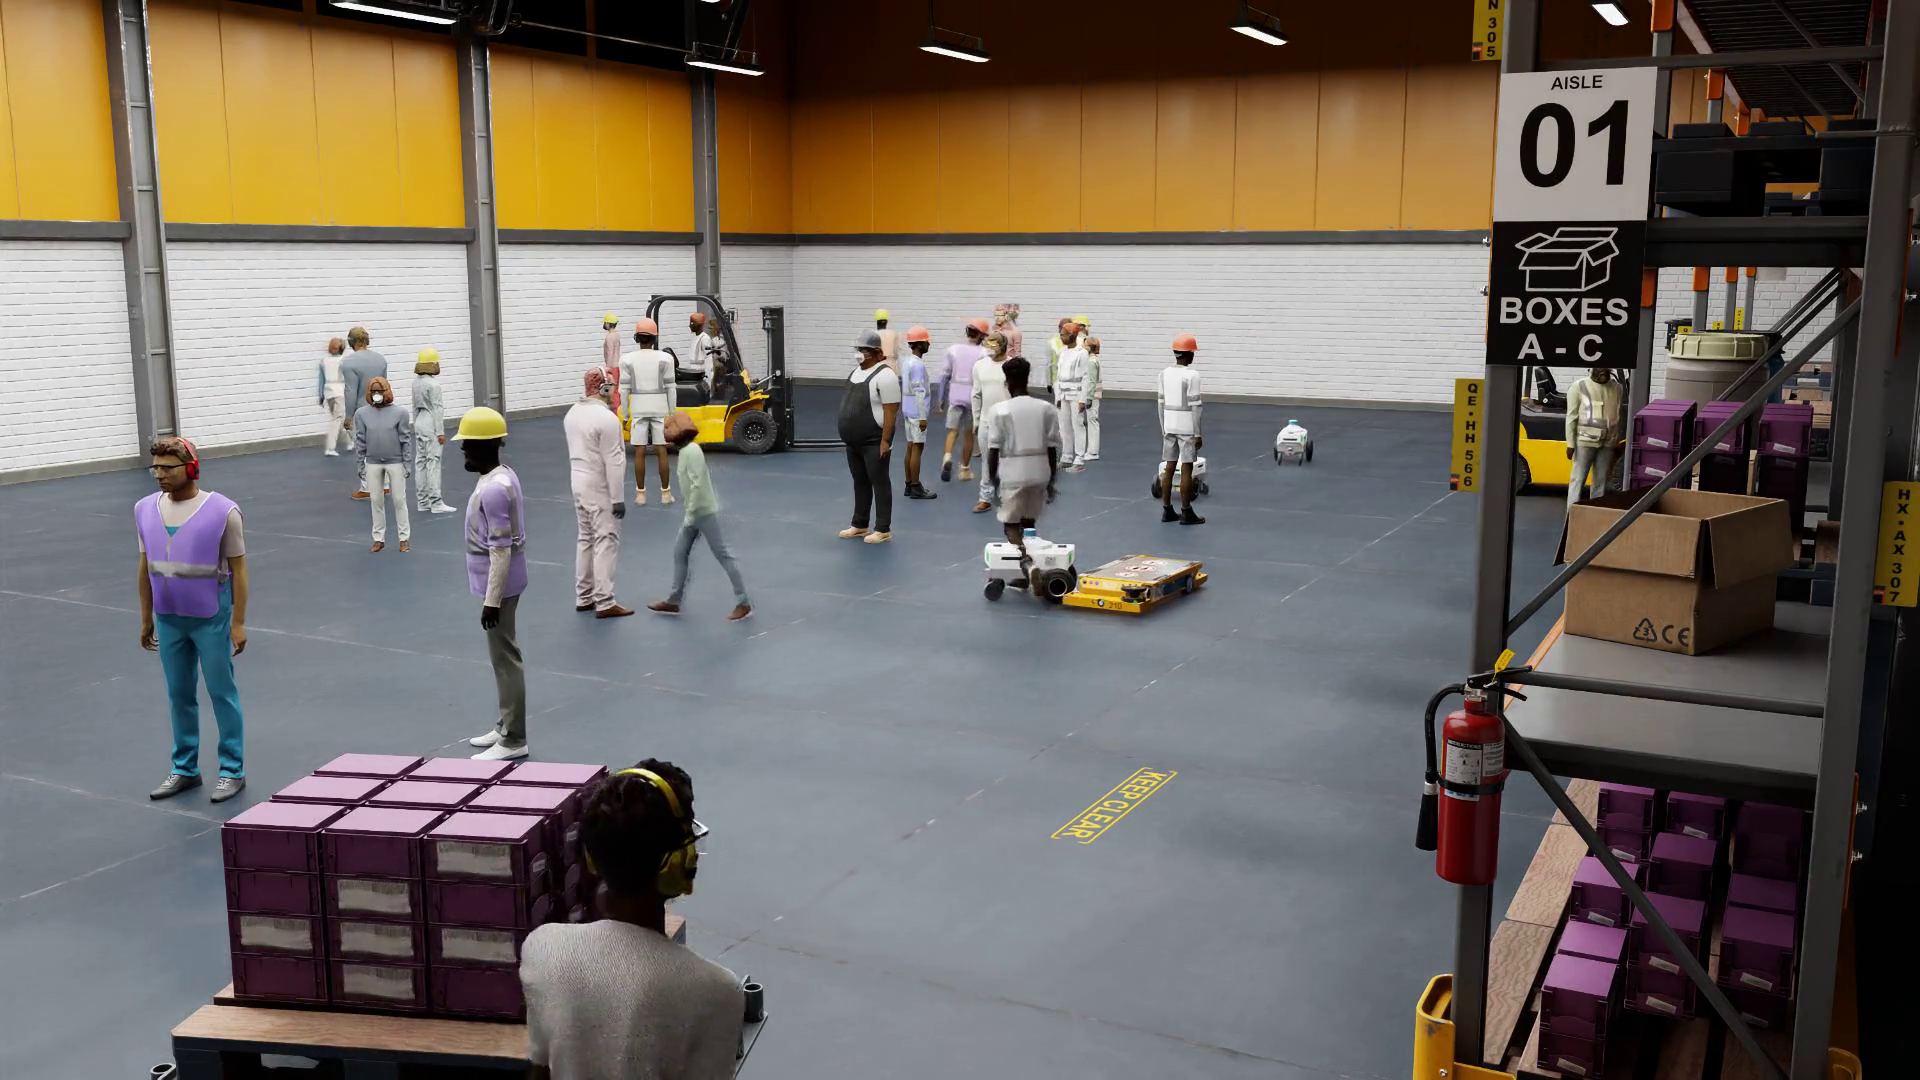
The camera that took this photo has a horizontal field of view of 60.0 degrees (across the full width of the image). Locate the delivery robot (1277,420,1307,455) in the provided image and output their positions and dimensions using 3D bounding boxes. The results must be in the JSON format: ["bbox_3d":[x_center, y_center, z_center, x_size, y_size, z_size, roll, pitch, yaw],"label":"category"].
[{"bbox_3d":[4.353,-1.325,21.769,0.477,0.478,0.707,3,10,15],"label":"delivery robot"}]

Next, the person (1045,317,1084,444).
[{"bbox_3d":[1.541,-2.311,24.079,0.645,1.827,0.619,-1,10,-6],"label":"person"}]

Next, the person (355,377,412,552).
[{"bbox_3d":[-5.283,-0.689,15.271,0.501,1.625,0.282,-1,10,-5],"label":"person"}]

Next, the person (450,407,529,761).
[{"bbox_3d":[-2.530,0.240,9.013,0.370,1.927,0.588,-3,10,-15],"label":"person"}]

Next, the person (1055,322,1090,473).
[{"bbox_3d":[1.397,-1.778,20.823,0.362,1.883,0.576,-6,11,-30],"label":"person"}]

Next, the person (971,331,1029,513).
[{"bbox_3d":[0.412,-1.232,17.509,0.629,1.937,0.378,4,11,23],"label":"person"}]

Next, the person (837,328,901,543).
[{"bbox_3d":[-0.903,-0.993,15.824,0.537,2.000,0.682,-8,13,-39],"label":"person"}]

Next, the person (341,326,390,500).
[{"bbox_3d":[-6.624,-1.408,18.536,0.352,1.933,0.634,4,11,22],"label":"person"}]

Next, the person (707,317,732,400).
[{"bbox_3d":[-3.450,-2.385,24.546,0.667,1.814,0.521,3,10,18],"label":"person"}]

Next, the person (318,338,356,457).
[{"bbox_3d":[-8.452,-1.947,22.654,0.518,1.584,0.893,3,10,16],"label":"person"}]

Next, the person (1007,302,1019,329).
[{"bbox_3d":[0.798,-3.238,29.274,0.542,1.882,0.675,5,11,28],"label":"person"}]

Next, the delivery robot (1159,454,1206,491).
[{"bbox_3d":[2.508,-0.800,18.731,0.477,0.478,0.707,5,11,27],"label":"delivery robot"}]

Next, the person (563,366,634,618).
[{"bbox_3d":[-2.726,-0.364,12.618,0.395,1.897,0.648,-9,13,-41],"label":"person"}]

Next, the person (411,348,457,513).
[{"bbox_3d":[-5.617,-1.162,17.660,0.487,1.744,0.312,9,13,42],"label":"person"}]

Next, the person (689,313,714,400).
[{"bbox_3d":[-3.746,-2.344,24.102,0.342,1.881,0.579,-4,11,-21],"label":"person"}]

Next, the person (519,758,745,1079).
[{"bbox_3d":[-0.628,1.315,3.109,0.535,1.827,0.951,4,11,24],"label":"person"}]

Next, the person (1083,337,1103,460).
[{"bbox_3d":[1.740,-1.878,22.095,0.306,1.643,0.521,1,10,4],"label":"person"}]

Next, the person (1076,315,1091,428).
[{"bbox_3d":[1.846,-2.573,25.709,0.768,1.788,0.676,-8,12,-38],"label":"person"}]

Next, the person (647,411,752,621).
[{"bbox_3d":[-1.946,-0.183,12.499,0.739,1.566,0.555,-4,10,-20],"label":"person"}]

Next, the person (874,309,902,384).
[{"bbox_3d":[-1.185,-2.634,25.758,0.603,1.892,0.933,-4,10,-21],"label":"person"}]

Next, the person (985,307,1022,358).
[{"bbox_3d":[0.637,-2.688,26.027,0.641,1.908,0.407,5,11,25],"label":"person"}]

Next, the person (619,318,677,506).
[{"bbox_3d":[-3.379,-1.383,18.069,0.605,2.045,0.378,-1,10,-6],"label":"person"}]

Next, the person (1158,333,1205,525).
[{"bbox_3d":[2.255,-1.123,16.876,0.358,1.938,0.542,-8,13,-40],"label":"person"}]

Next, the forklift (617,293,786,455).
[{"bbox_3d":[-3.588,-2.317,23.042,2.313,2.155,1.214,-1,10,-5],"label":"forklift"}]

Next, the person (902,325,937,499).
[{"bbox_3d":[-0.465,-1.429,18.632,0.353,1.942,0.545,-3,10,-15],"label":"person"}]

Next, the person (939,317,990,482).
[{"bbox_3d":[0.043,-1.644,19.726,0.709,1.994,0.793,3,10,17],"label":"person"}]

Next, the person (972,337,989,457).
[{"bbox_3d":[0.384,-1.898,22.237,0.279,1.634,0.499,-9,13,-42],"label":"person"}]

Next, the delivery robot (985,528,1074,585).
[{"bbox_3d":[0.552,0.149,13.237,0.707,0.478,0.477,1,10,5],"label":"delivery robot"}]

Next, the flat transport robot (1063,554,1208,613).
[{"bbox_3d":[1.420,0.331,13.278,0.652,0.197,1.431,5,11,29],"label":"flat transport robot"}]

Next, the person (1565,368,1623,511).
[{"bbox_3d":[6.208,-0.964,16.258,0.600,1.829,0.404,-2,10,-12],"label":"person"}]

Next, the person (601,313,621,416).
[{"bbox_3d":[-5.683,-2.816,27.162,0.297,1.772,0.533,1,10,4],"label":"person"}]

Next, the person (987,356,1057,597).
[{"bbox_3d":[0.523,-0.490,13.224,0.613,1.937,0.785,-4,11,-23],"label":"person"}]

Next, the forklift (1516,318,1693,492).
[{"bbox_3d":[7.066,-1.601,18.899,2.313,2.155,1.214,5,11,27],"label":"forklift"}]

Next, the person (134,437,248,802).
[{"bbox_3d":[-3.841,0.394,8.358,0.572,1.843,0.371,2,10,10],"label":"person"}]
